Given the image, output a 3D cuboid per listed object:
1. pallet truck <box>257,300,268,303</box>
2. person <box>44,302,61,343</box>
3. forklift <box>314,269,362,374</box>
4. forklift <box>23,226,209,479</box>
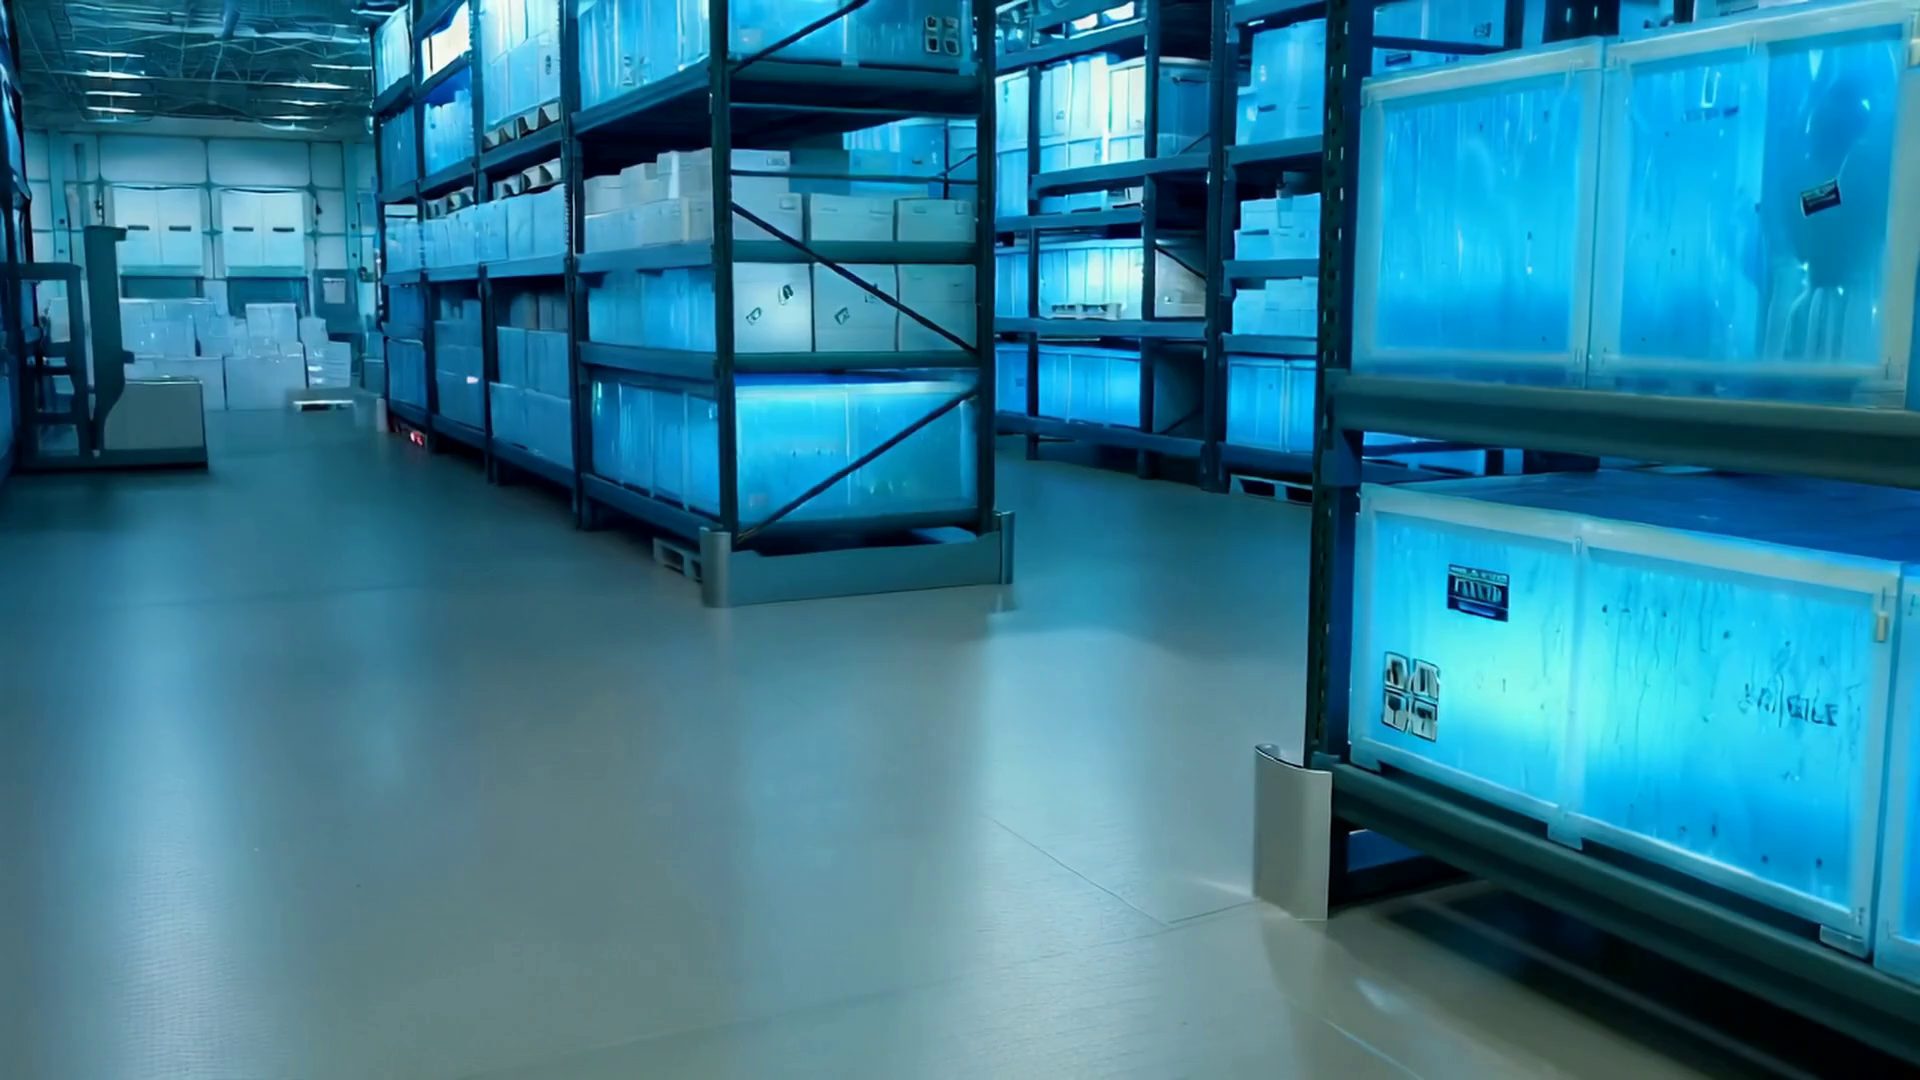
[{"bbox_3d":[-23.913,-7.404,58.171,1.885,1.965,0.823,-1,8,-9],"label":"pallet truck"},{"bbox_3d":[-27.864,-6.343,51.087,0.363,1.930,0.587,2,9,14],"label":"person"},{"bbox_3d":[-16.677,-5.853,44.451,1.129,2.768,1.873,-2,8,-12],"label":"forklift"},{"bbox_3d":[-9.732,-2.169,19.042,1.873,2.768,1.129,-4,9,-26],"label":"forklift"}]
